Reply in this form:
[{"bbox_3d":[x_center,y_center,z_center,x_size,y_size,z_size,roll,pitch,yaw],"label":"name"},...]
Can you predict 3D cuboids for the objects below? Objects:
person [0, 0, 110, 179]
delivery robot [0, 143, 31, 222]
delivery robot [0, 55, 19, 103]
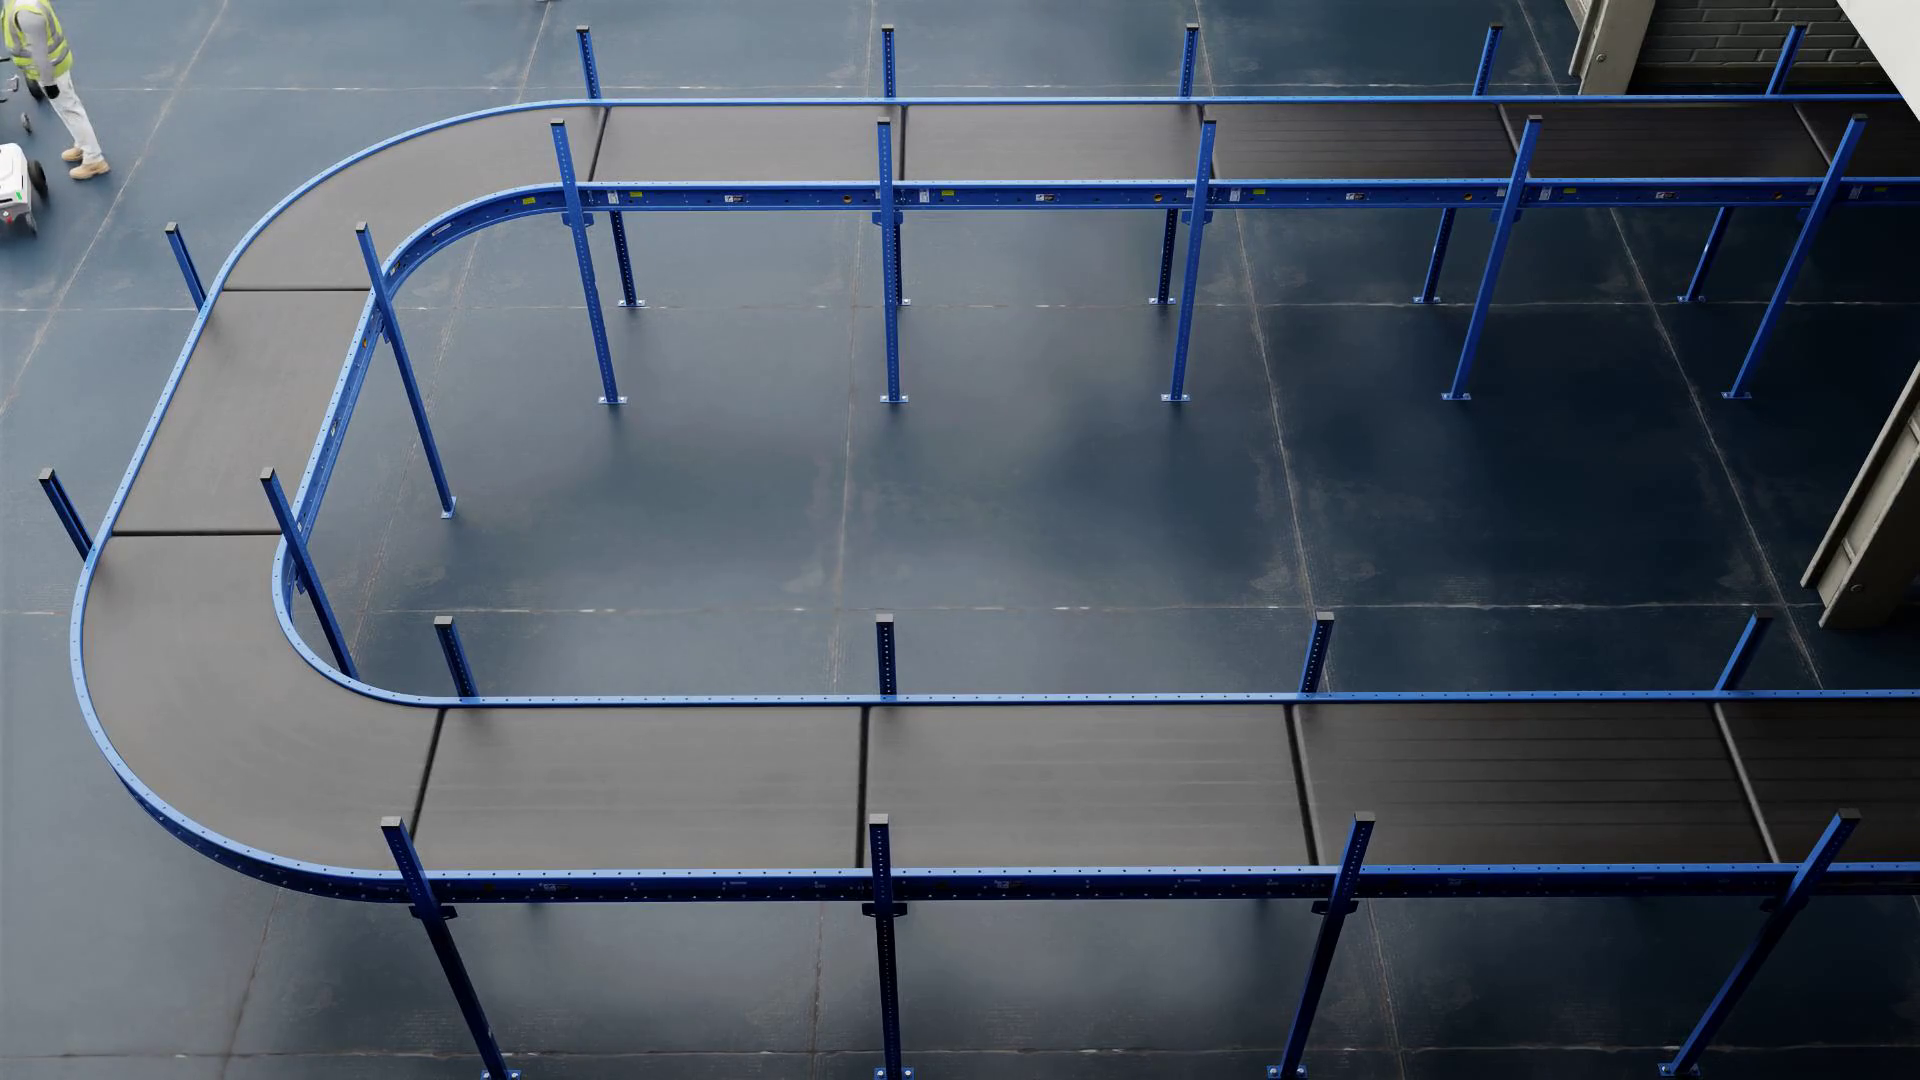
[{"bbox_3d":[-7.195,-3.740,13.516,0.429,1.839,0.634,-22,51,-19],"label":"person"},{"bbox_3d":[-7.523,-2.821,13.483,0.477,0.478,0.707,-15,49,-14],"label":"delivery robot"},{"bbox_3d":[-8.075,-3.921,14.335,0.335,0.223,0.698,-13,48,-12],"label":"delivery robot"}]
